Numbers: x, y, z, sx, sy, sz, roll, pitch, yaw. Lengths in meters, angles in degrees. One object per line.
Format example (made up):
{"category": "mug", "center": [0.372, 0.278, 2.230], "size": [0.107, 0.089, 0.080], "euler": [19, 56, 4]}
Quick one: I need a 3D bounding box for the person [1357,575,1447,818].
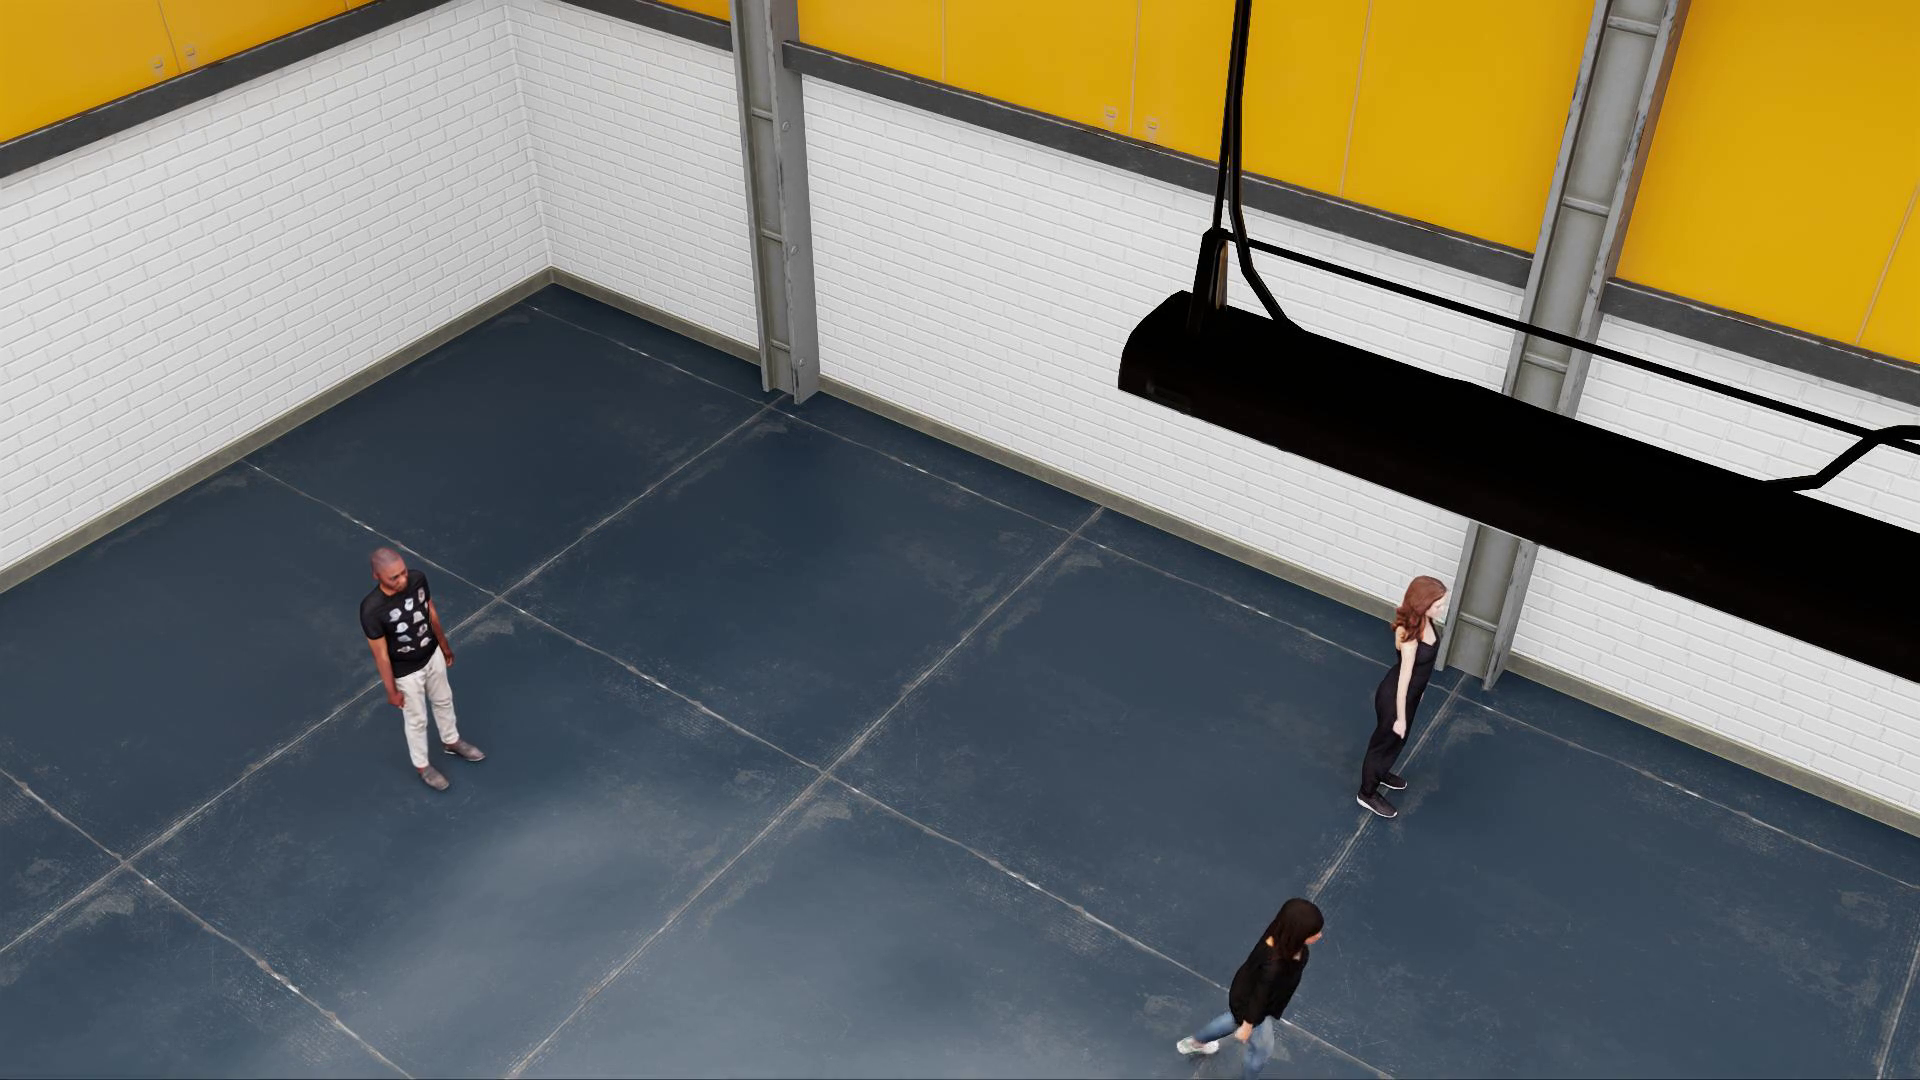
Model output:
{"category": "person", "center": [2.629, 0.908, 9.939], "size": [0.553, 1.745, 0.609], "euler": [18, 42, 21]}

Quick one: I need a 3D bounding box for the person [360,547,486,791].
{"category": "person", "center": [-3.327, 0.740, 10.104], "size": [0.632, 1.802, 0.676], "euler": [19, 43, 23]}

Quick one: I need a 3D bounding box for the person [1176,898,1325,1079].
{"category": "person", "center": [1.440, 2.264, 8.345], "size": [0.913, 1.614, 0.729], "euler": [10, 40, 13]}
